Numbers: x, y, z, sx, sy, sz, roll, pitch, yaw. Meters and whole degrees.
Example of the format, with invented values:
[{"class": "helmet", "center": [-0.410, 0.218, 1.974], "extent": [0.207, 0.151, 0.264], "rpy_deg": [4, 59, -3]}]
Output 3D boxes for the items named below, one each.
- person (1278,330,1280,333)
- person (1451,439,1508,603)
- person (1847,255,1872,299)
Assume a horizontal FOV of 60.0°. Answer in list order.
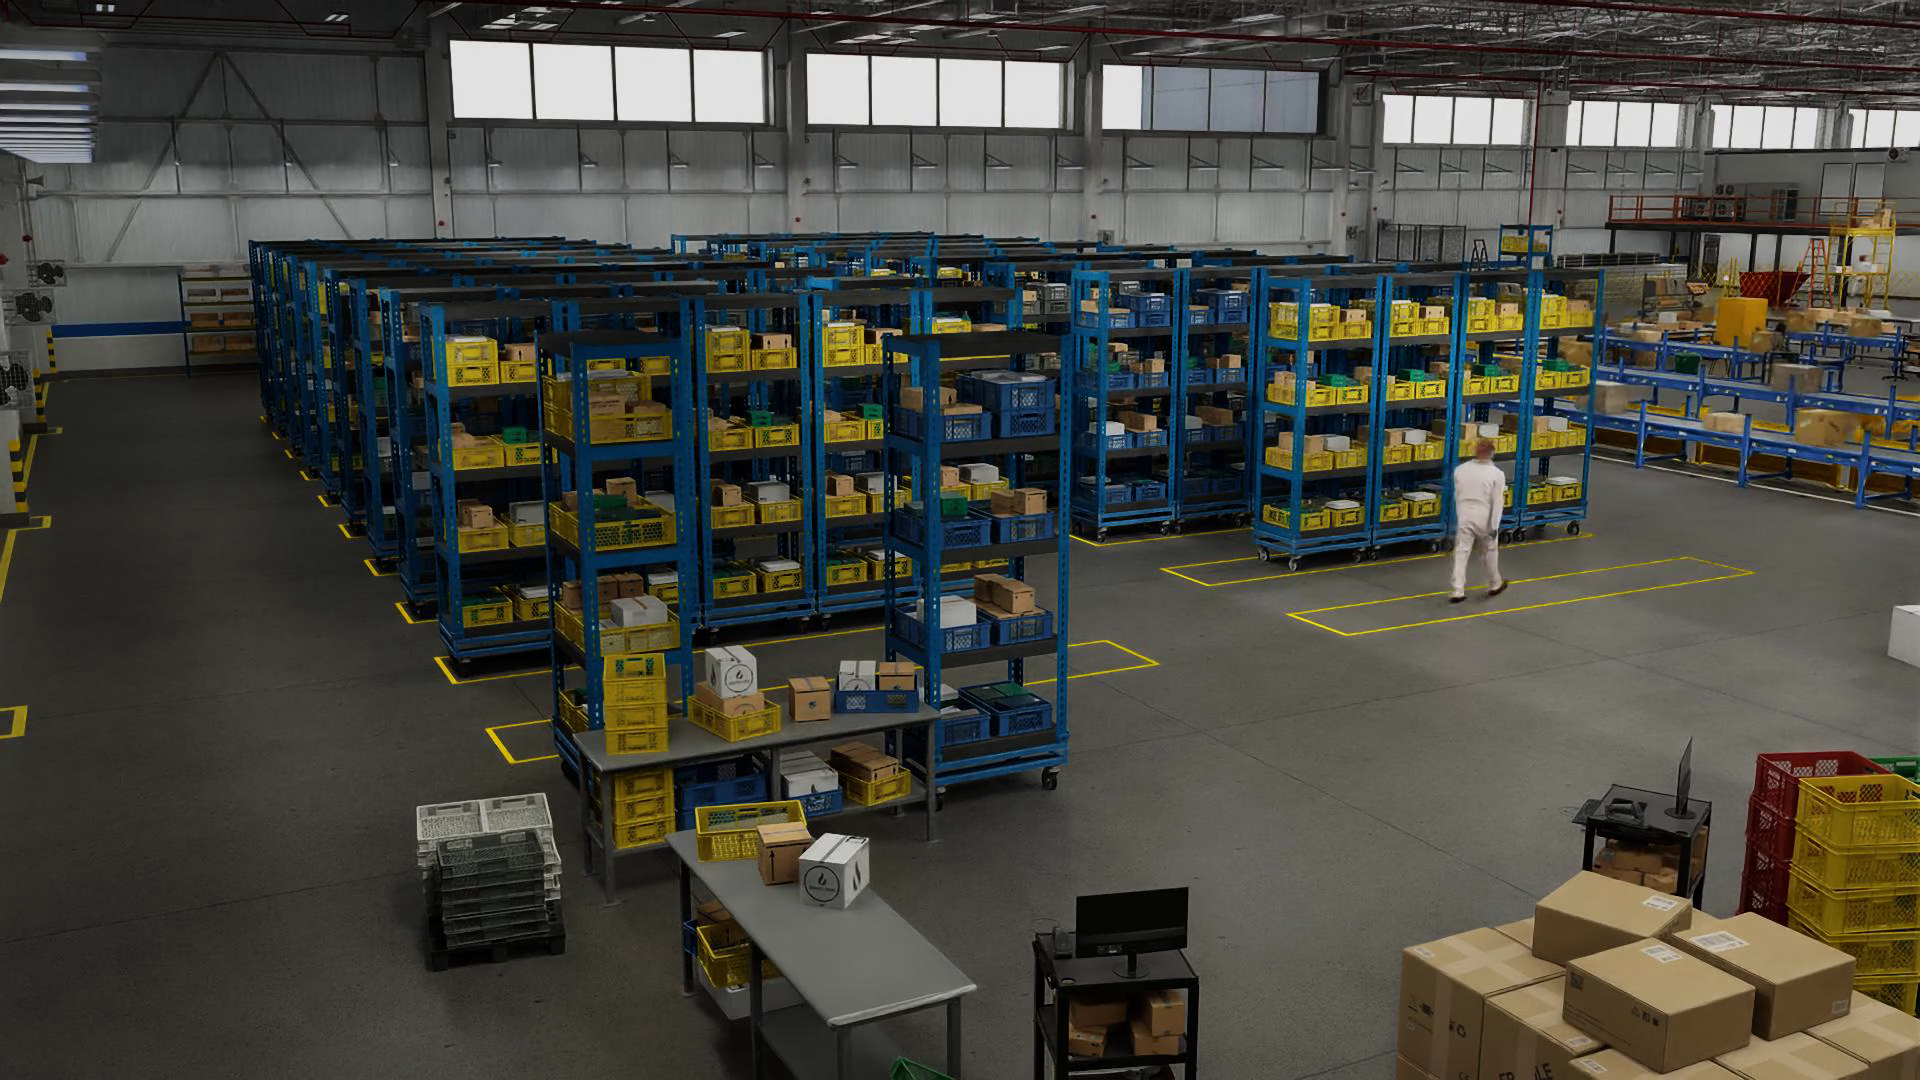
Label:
[{"class": "person", "center": [6.761, -3.543, 34.615], "extent": [0.624, 1.794, 0.884], "rpy_deg": [-6, 14, -28]}, {"class": "person", "center": [5.952, -0.236, 19.008], "extent": [0.657, 1.854, 0.981], "rpy_deg": [11, 16, 42]}, {"class": "person", "center": [37.430, -10.905, 68.987], "extent": [0.577, 1.843, 0.974], "rpy_deg": [-6, 13, -26]}]
